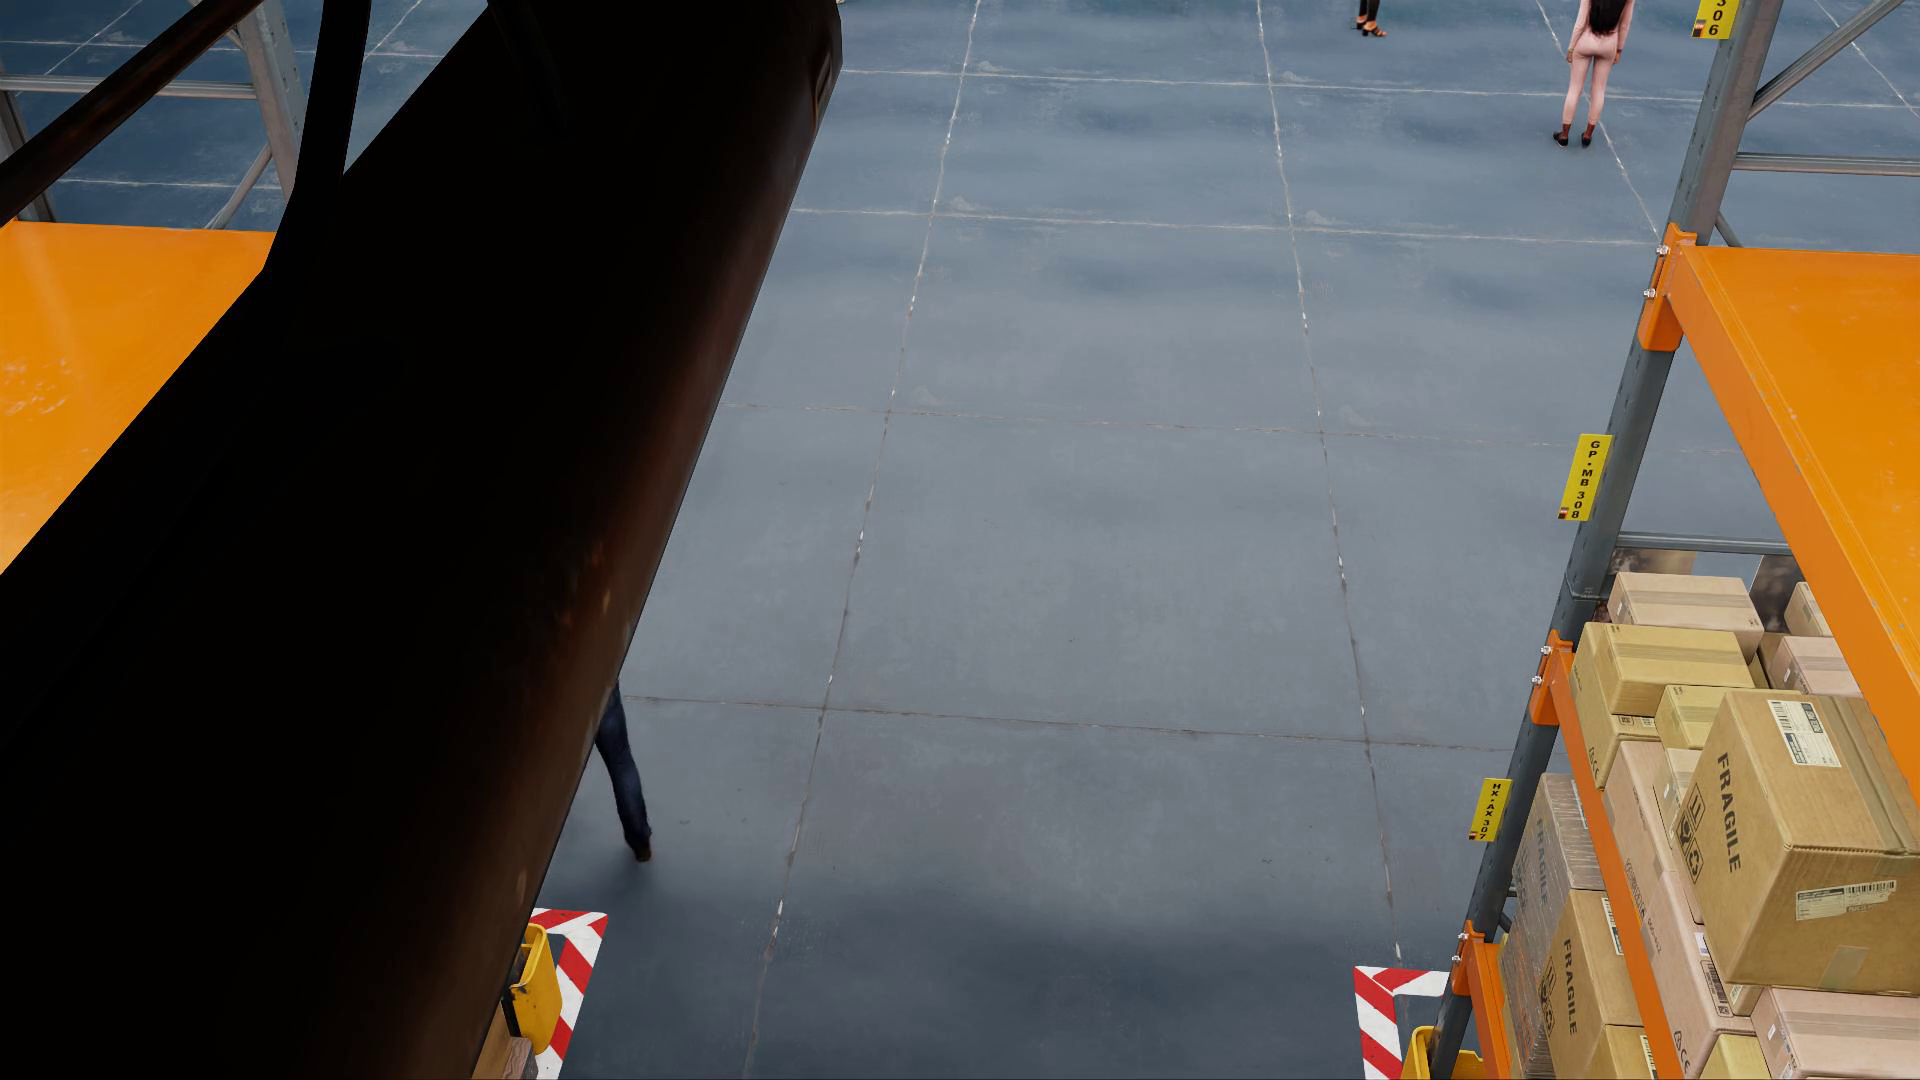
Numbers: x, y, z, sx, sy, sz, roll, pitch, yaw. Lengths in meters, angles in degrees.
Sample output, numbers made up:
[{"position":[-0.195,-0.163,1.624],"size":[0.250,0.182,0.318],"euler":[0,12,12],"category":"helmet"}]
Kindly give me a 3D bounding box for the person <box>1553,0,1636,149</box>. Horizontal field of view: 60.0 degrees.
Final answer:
[{"position":[5.572,-4.294,14.592],"size":[0.617,1.719,0.515],"euler":[4,38,5],"category":"person"}]

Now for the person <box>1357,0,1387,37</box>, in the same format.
[{"position":[4.249,-5.949,16.721],"size":[0.720,1.702,0.564],"euler":[-5,38,-6],"category":"person"}]
